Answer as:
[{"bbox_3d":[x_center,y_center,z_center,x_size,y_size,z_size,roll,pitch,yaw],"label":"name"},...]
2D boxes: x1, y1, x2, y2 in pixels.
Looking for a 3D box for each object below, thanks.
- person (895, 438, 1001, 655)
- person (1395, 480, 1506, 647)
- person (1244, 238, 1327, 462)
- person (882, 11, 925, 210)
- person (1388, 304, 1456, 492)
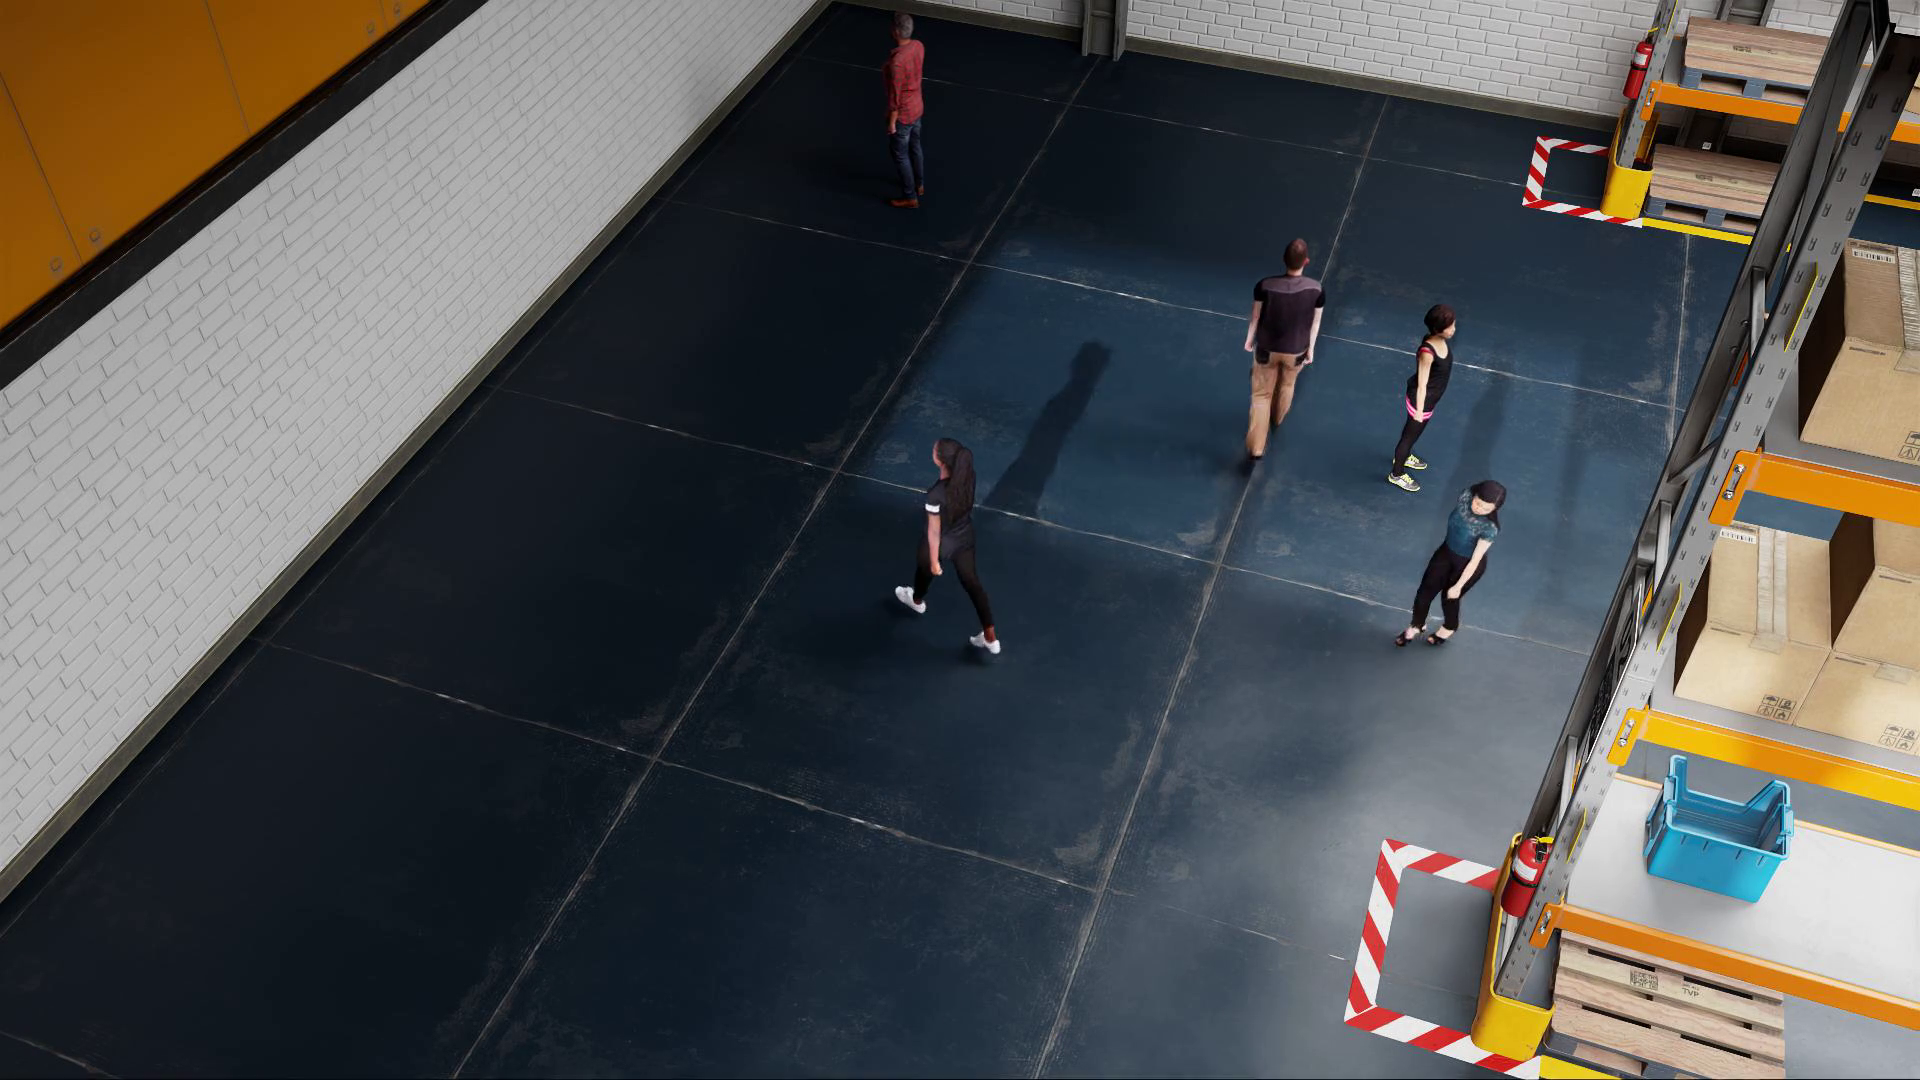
[{"bbox_3d":[-0.003,0.061,10.928,1.271,1.684,0.966,34,53,30],"label":"person"},{"bbox_3d":[3.272,0.151,10.832,0.855,1.684,0.797,-7,44,-8],"label":"person"},{"bbox_3d":[2.374,-1.384,12.352,1.146,1.811,0.888,6,44,6],"label":"person"},{"bbox_3d":[-0.490,-3.866,14.940,0.642,1.835,0.731,19,47,19],"label":"person"},{"bbox_3d":[3.404,-1.077,12.217,0.511,1.553,0.551,17,46,17],"label":"person"}]
